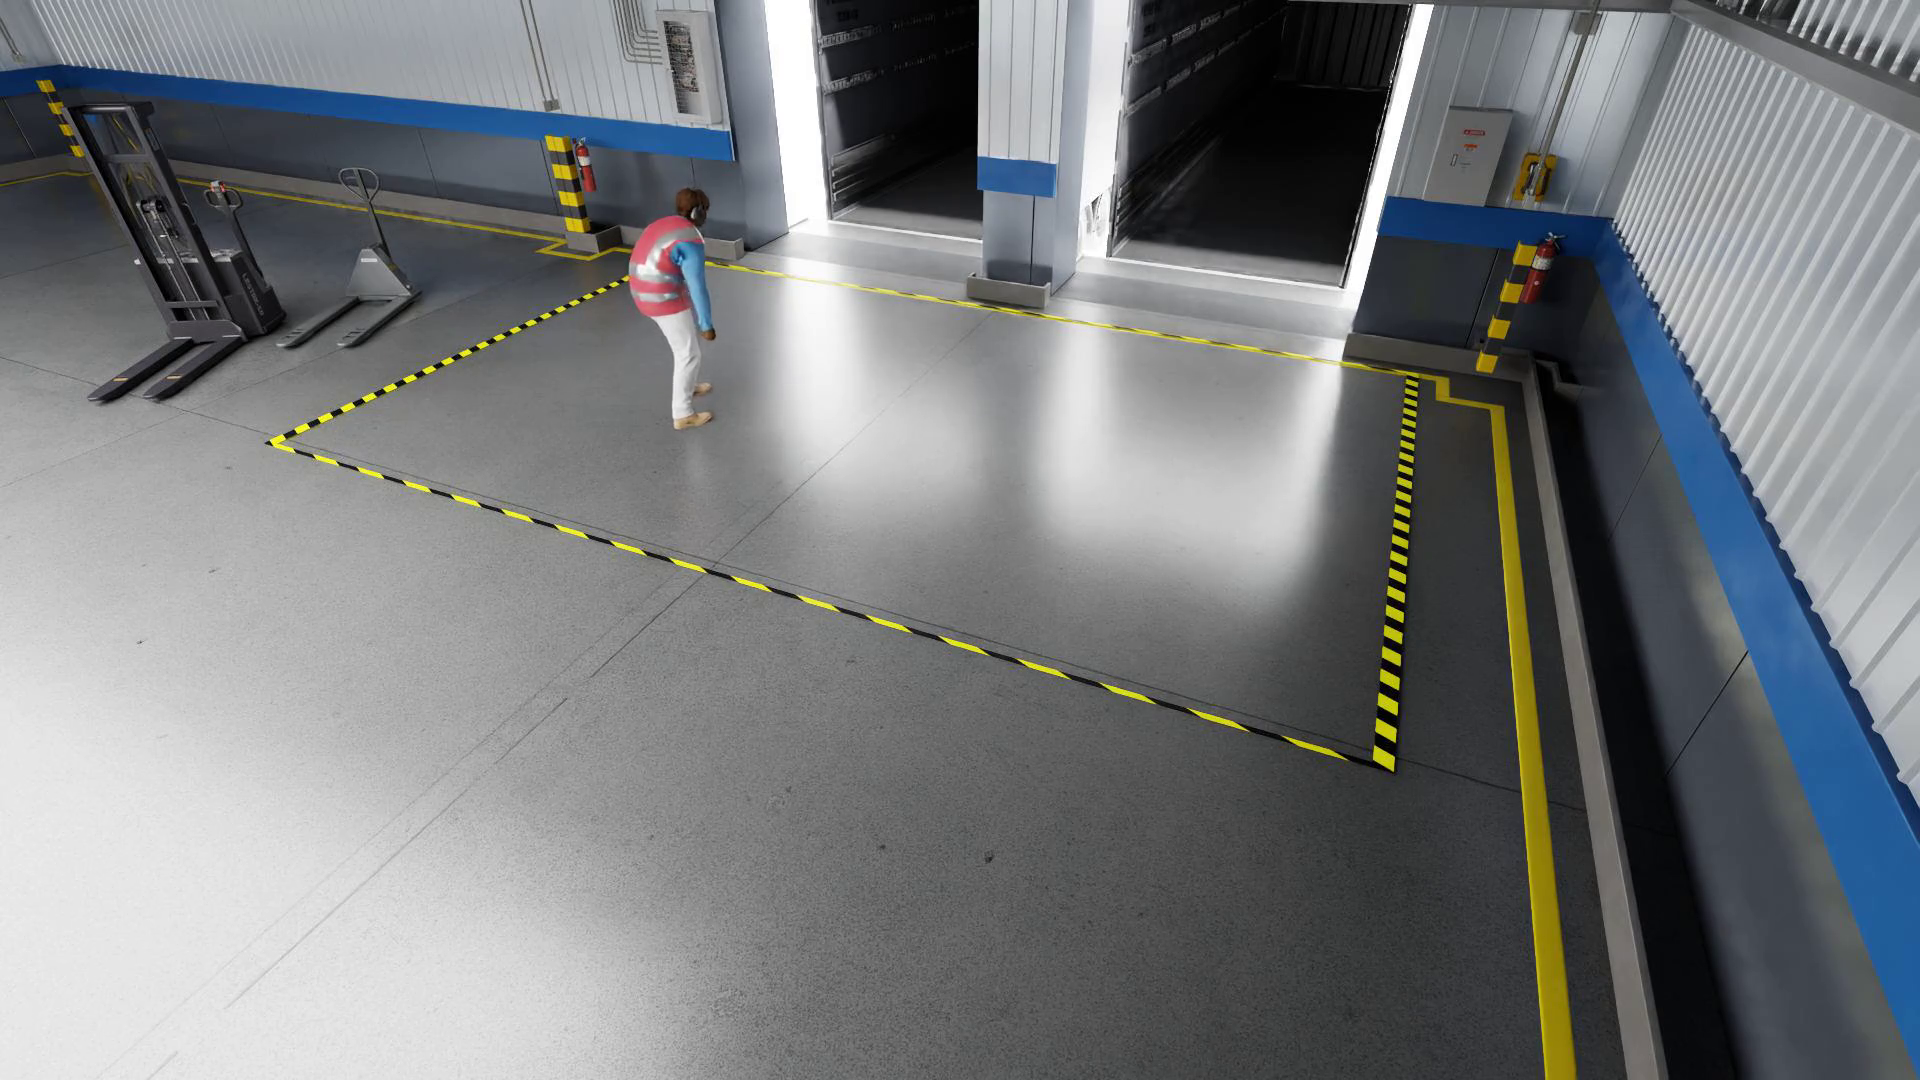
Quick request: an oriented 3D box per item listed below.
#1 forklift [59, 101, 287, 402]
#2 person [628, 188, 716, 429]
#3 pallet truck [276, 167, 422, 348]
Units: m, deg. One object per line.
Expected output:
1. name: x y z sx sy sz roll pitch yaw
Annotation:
1. forklift: -6.686 -2.387 7.434 0.823 1.965 1.885 -3 35 -5
2. person: -2.071 -1.747 6.868 0.731 1.614 0.813 -26 42 -32
3. pallet truck: -5.732 -2.611 8.414 0.680 1.201 1.601 -1 35 -1
